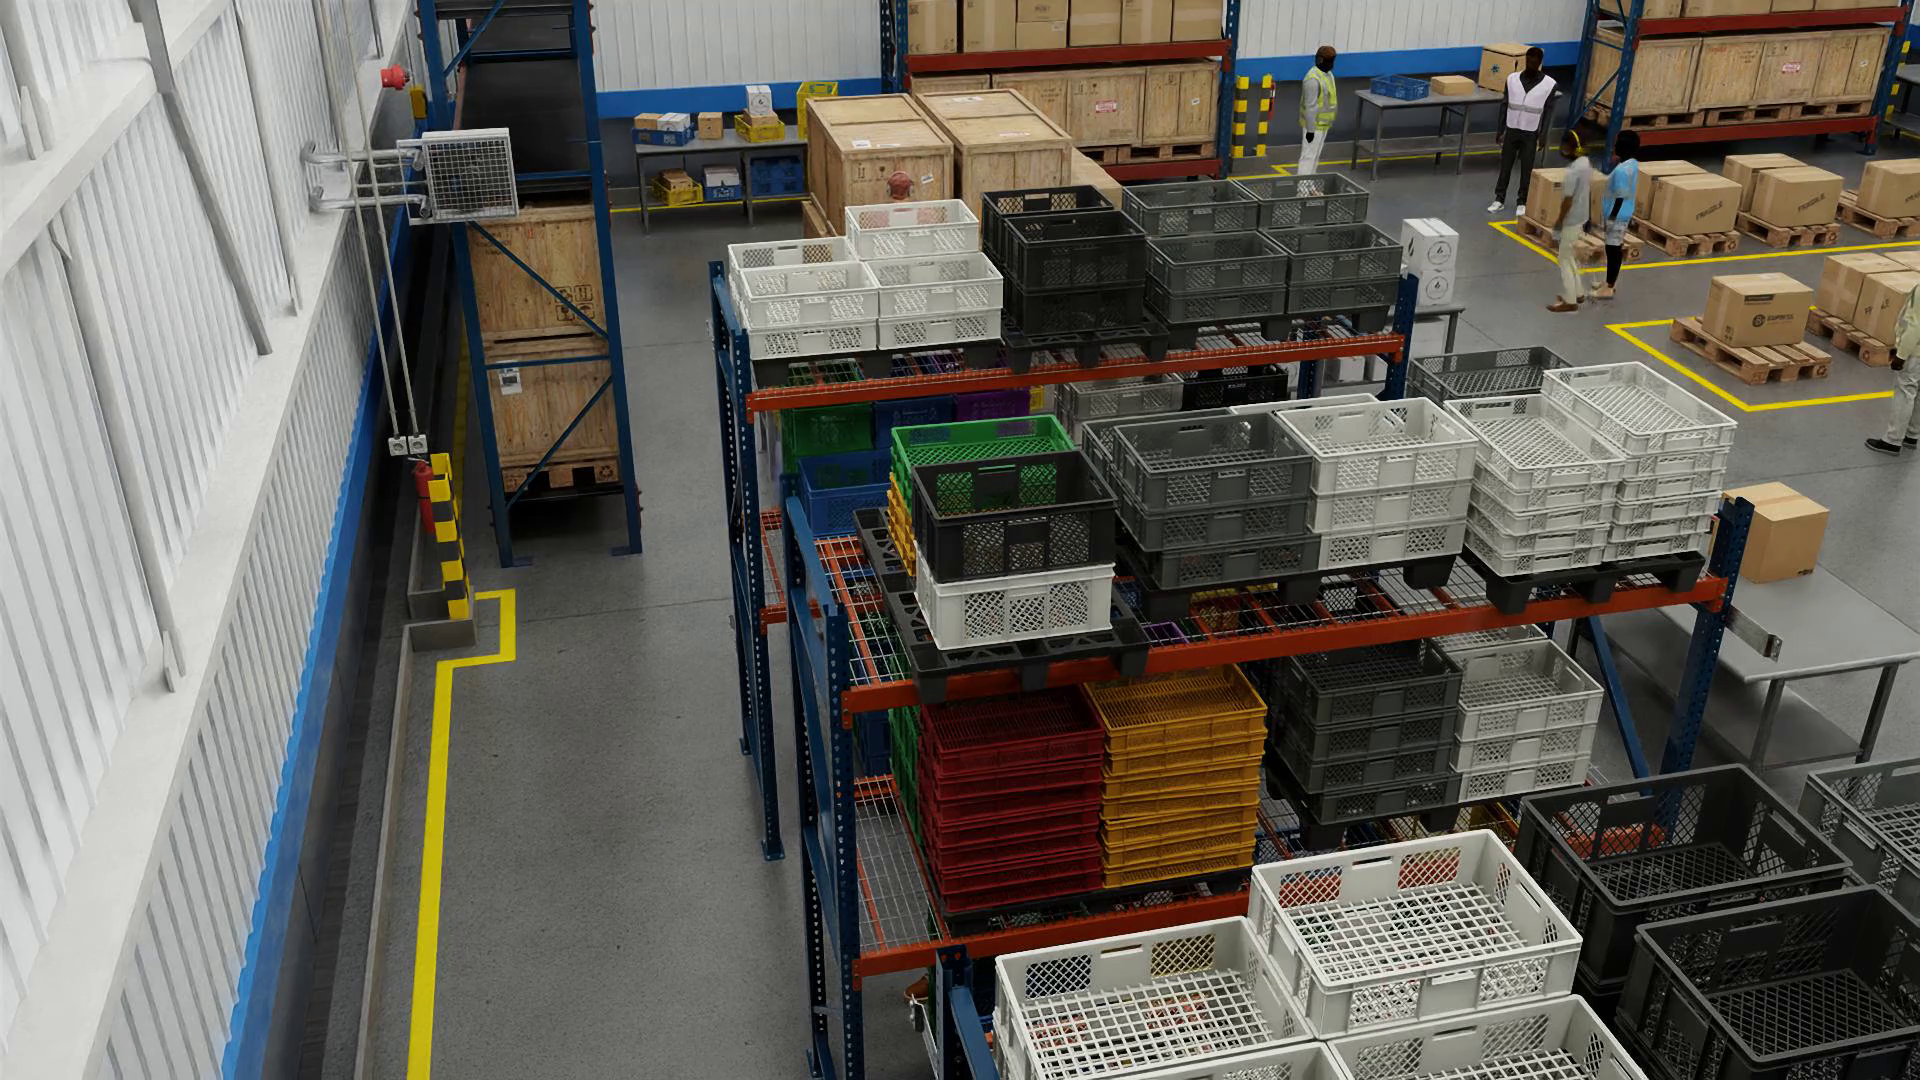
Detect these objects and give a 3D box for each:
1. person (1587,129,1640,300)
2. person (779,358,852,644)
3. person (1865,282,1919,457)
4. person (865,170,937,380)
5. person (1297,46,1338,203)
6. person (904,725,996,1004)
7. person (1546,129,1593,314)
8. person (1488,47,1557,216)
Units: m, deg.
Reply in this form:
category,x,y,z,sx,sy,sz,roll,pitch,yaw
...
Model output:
category,x,y,z,sx,sy,sz,roll,pitch,yaw
person,6.581,-3.262,16.686,0.317,1.695,0.540,14,31,25
person,-0.814,-0.311,10.905,0.646,1.878,0.936,12,30,22
person,7.692,-1.569,13.331,0.600,1.829,0.404,-16,32,-27
person,-0.509,-2.306,14.668,0.644,1.897,0.400,-1,28,-2
person,4.225,-4.903,19.650,0.429,1.838,0.634,13,30,23
person,-0.015,1.427,7.595,0.356,1.882,0.574,-23,35,-37
person,5.959,-3.101,16.241,0.464,1.828,0.555,15,31,26
person,6.511,-4.732,19.242,0.593,1.919,0.392,15,31,26
